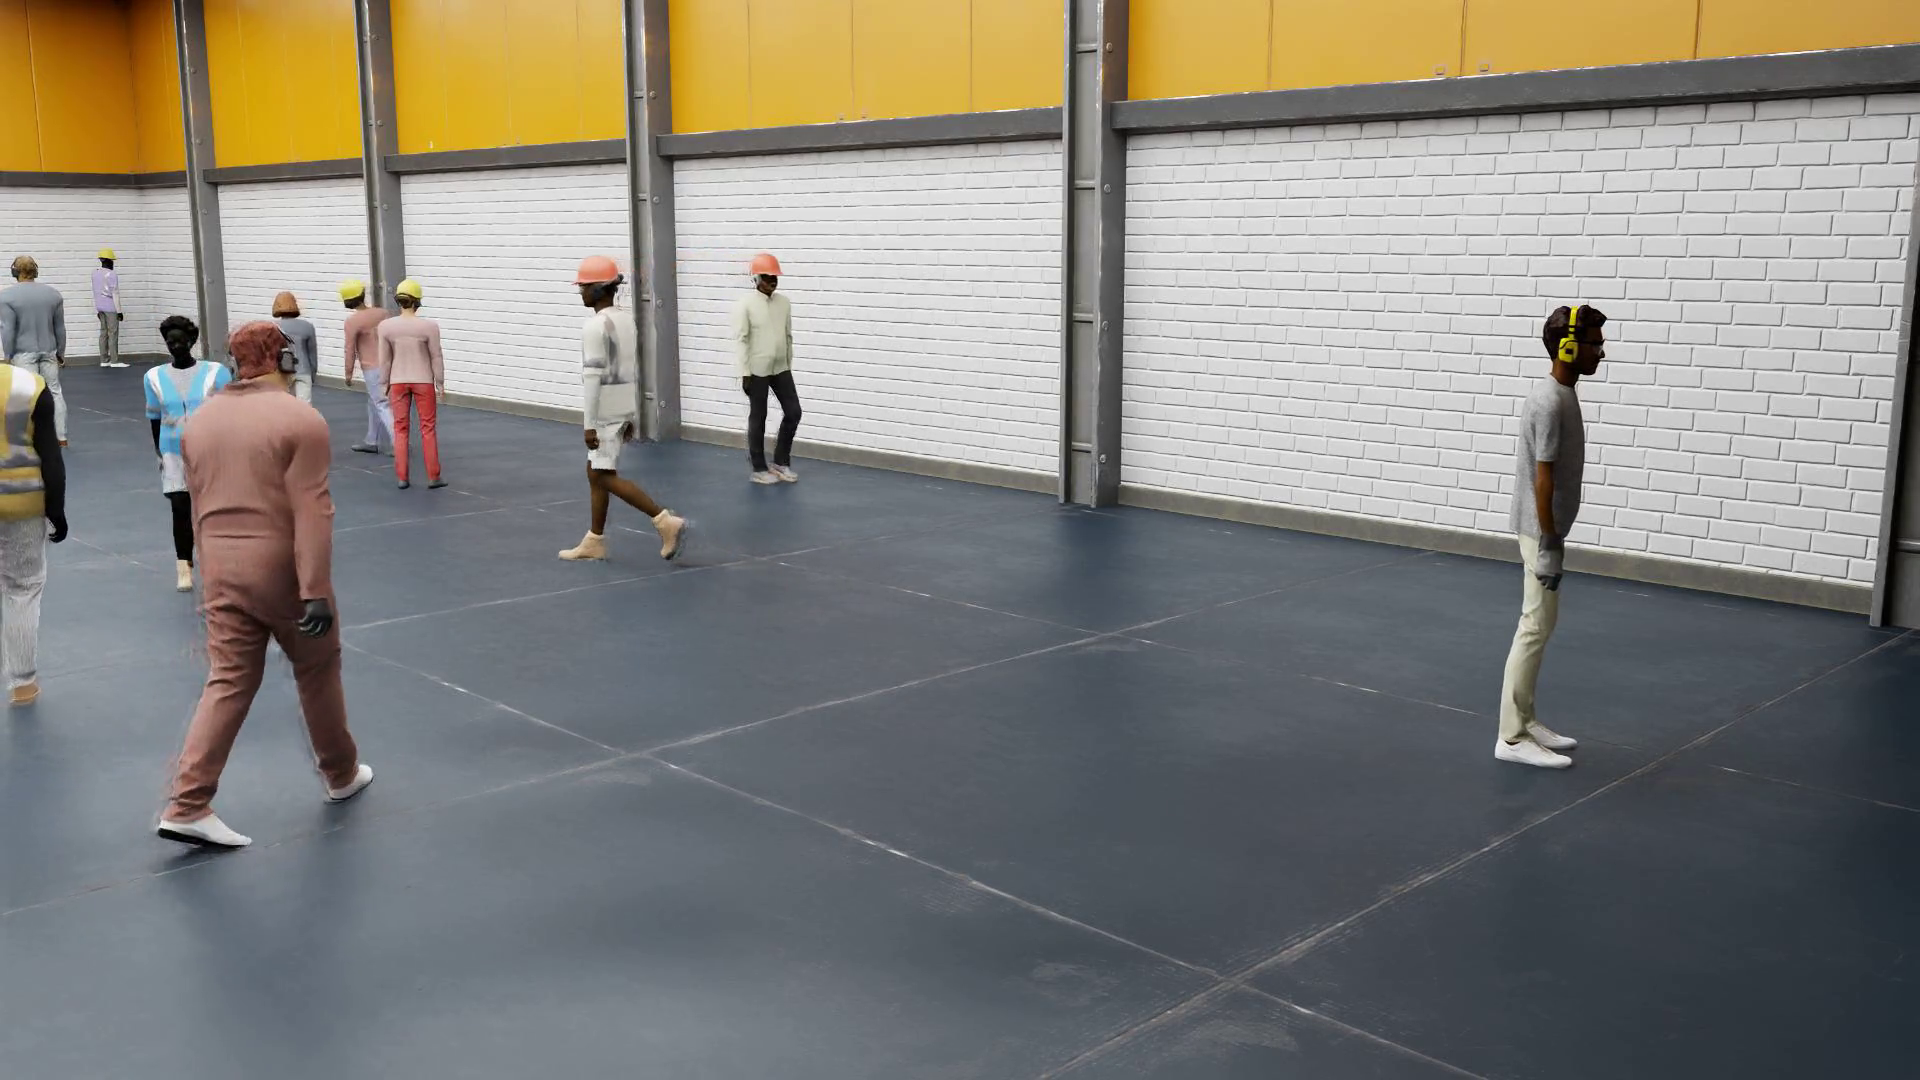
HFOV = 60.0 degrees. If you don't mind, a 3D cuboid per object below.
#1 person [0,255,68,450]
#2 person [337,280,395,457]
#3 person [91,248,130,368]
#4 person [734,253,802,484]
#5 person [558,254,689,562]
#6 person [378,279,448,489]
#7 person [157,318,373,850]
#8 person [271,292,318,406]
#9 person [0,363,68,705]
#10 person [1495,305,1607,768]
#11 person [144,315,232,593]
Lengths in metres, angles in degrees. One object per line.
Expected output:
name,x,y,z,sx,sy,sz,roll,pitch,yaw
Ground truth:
person,-9.134,-1.832,16.414,0.353,1.937,0.635,7,12,33
person,-5.682,-1.641,15.974,0.751,1.707,0.592,4,11,19
person,-13.746,-3.742,26.889,0.587,1.918,0.396,6,12,31
person,-1.613,-1.444,14.185,0.569,1.975,0.661,10,14,44
person,-2.193,-0.821,10.706,0.868,2.018,0.615,2,11,9
person,-4.611,-1.309,14.034,0.533,1.767,0.326,-1,10,-3
person,-2.495,0.139,5.955,0.686,1.844,0.954,3,11,15
person,-6.353,-1.542,15.760,0.518,1.590,0.845,-8,13,-36
person,-4.320,-0.121,7.394,0.631,1.827,0.553,-4,11,-20
person,2.384,-0.013,6.719,0.317,1.861,0.517,4,11,23
person,-4.707,-0.563,10.261,0.541,1.661,0.853,-2,11,-12
